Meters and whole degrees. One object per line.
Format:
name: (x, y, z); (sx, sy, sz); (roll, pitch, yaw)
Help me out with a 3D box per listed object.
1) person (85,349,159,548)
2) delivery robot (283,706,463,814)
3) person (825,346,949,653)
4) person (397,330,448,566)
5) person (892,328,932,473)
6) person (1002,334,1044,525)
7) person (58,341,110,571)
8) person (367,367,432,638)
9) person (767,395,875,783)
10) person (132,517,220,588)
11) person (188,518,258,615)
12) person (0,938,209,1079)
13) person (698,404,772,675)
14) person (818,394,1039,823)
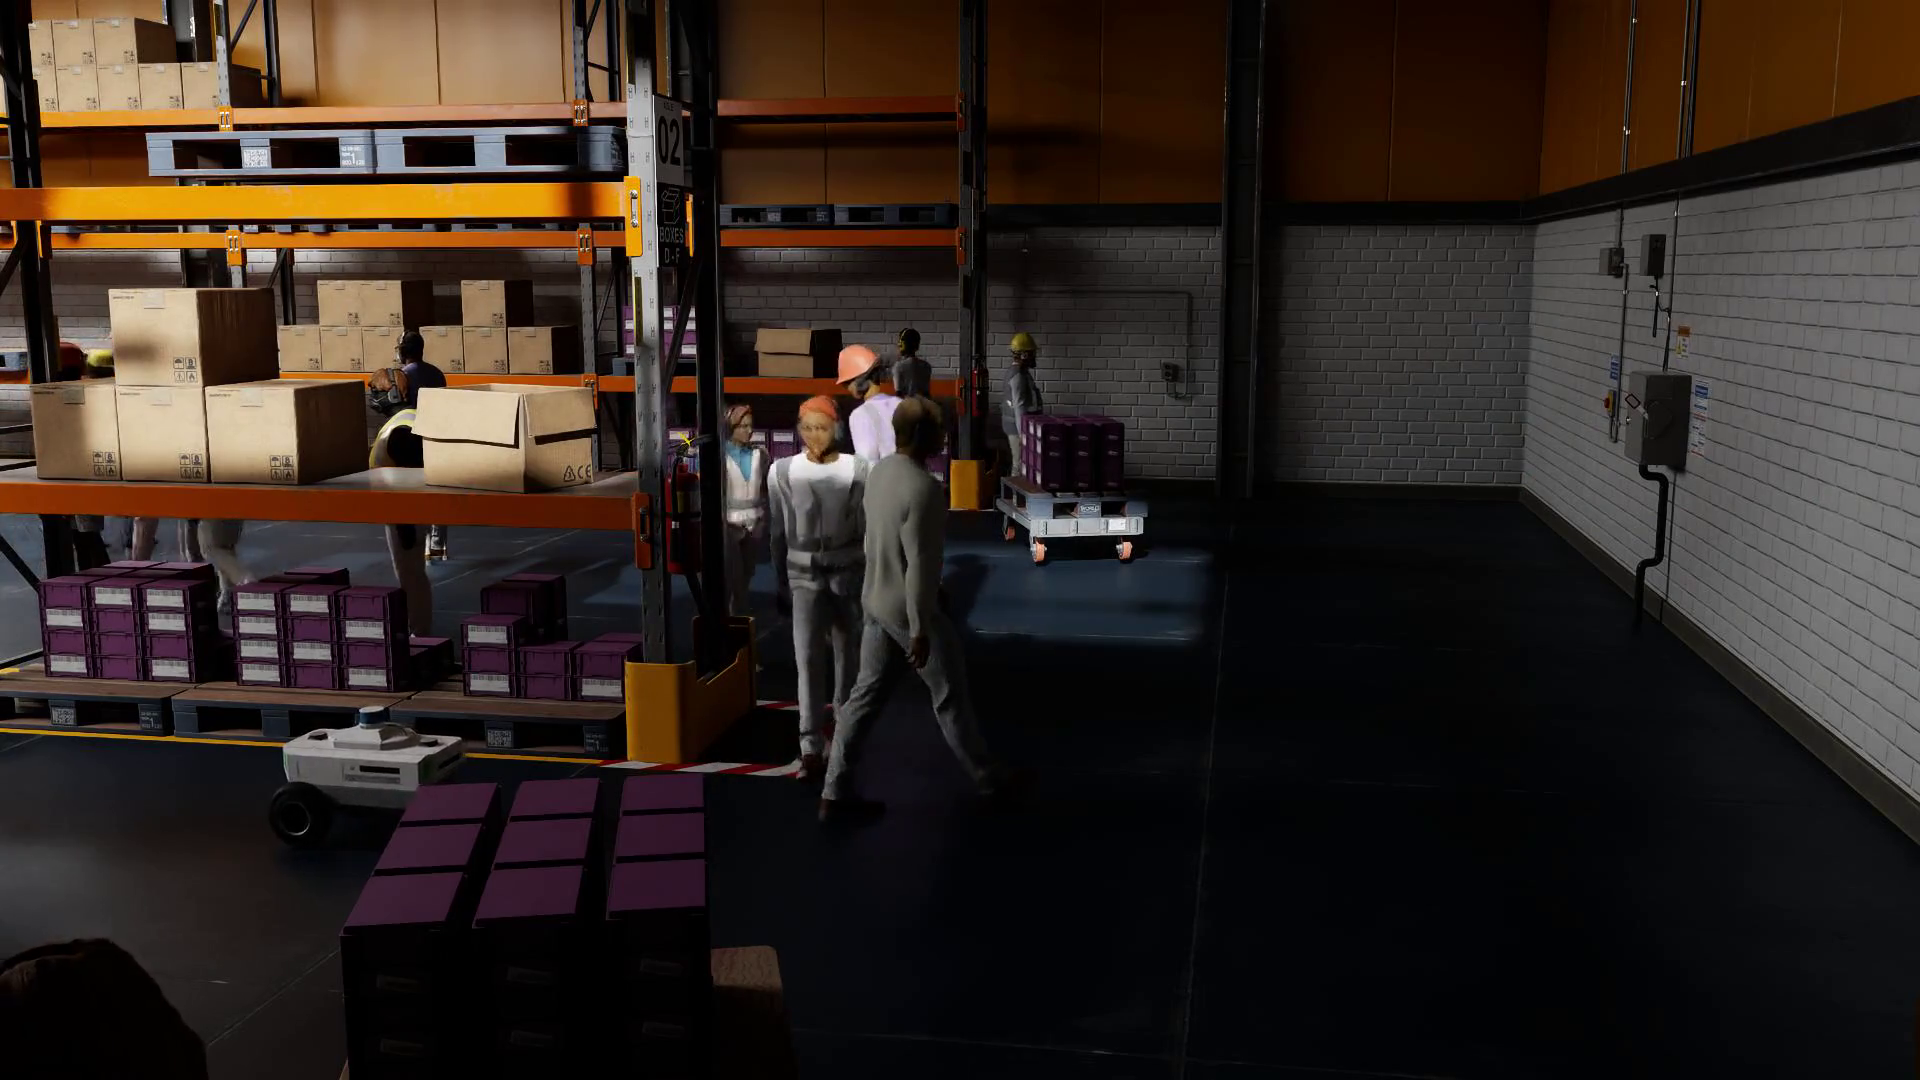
person: (-7.373, -0.783, 14.469); (0.708, 1.742, 0.538); (-8, 12, -42)
delivery robot: (-2.491, 0.952, 7.082); (0.707, 0.478, 0.477); (2, 9, 11)
person: (-0.418, -0.210, 10.268); (1.024, 1.962, 0.773); (7, 11, 36)
person: (-4.462, -0.757, 13.700); (0.356, 1.937, 0.638); (3, 10, 16)
person: (-0.498, -1.137, 16.298); (0.318, 1.866, 0.542); (8, 12, 41)
person: (0.603, -1.056, 15.947); (0.403, 1.821, 0.602); (0, 9, -1)
person: (-6.065, -0.387, 11.406); (0.545, 1.938, 0.356); (9, 13, 43)
person: (-3.422, -0.137, 10.184); (0.428, 1.837, 0.625); (-3, 10, -19)
person: (-0.631, 0.212, 8.060); (0.603, 1.823, 1.030); (0, 9, 1)
person: (-5.834, -0.553, 12.354); (0.796, 1.965, 0.642); (0, 9, -2)
person: (-5.074, -0.252, 11.547); (0.609, 1.615, 0.547); (3, 10, 19)
person: (-1.019, 1.272, 2.049); (0.277, 1.632, 0.502); (-5, 11, -30)
person: (-1.268, -0.001, 9.987); (0.551, 1.607, 0.724); (-9, 13, -43)
person: (-0.161, 0.306, 7.305); (1.013, 1.877, 0.644); (-5, 10, -27)
